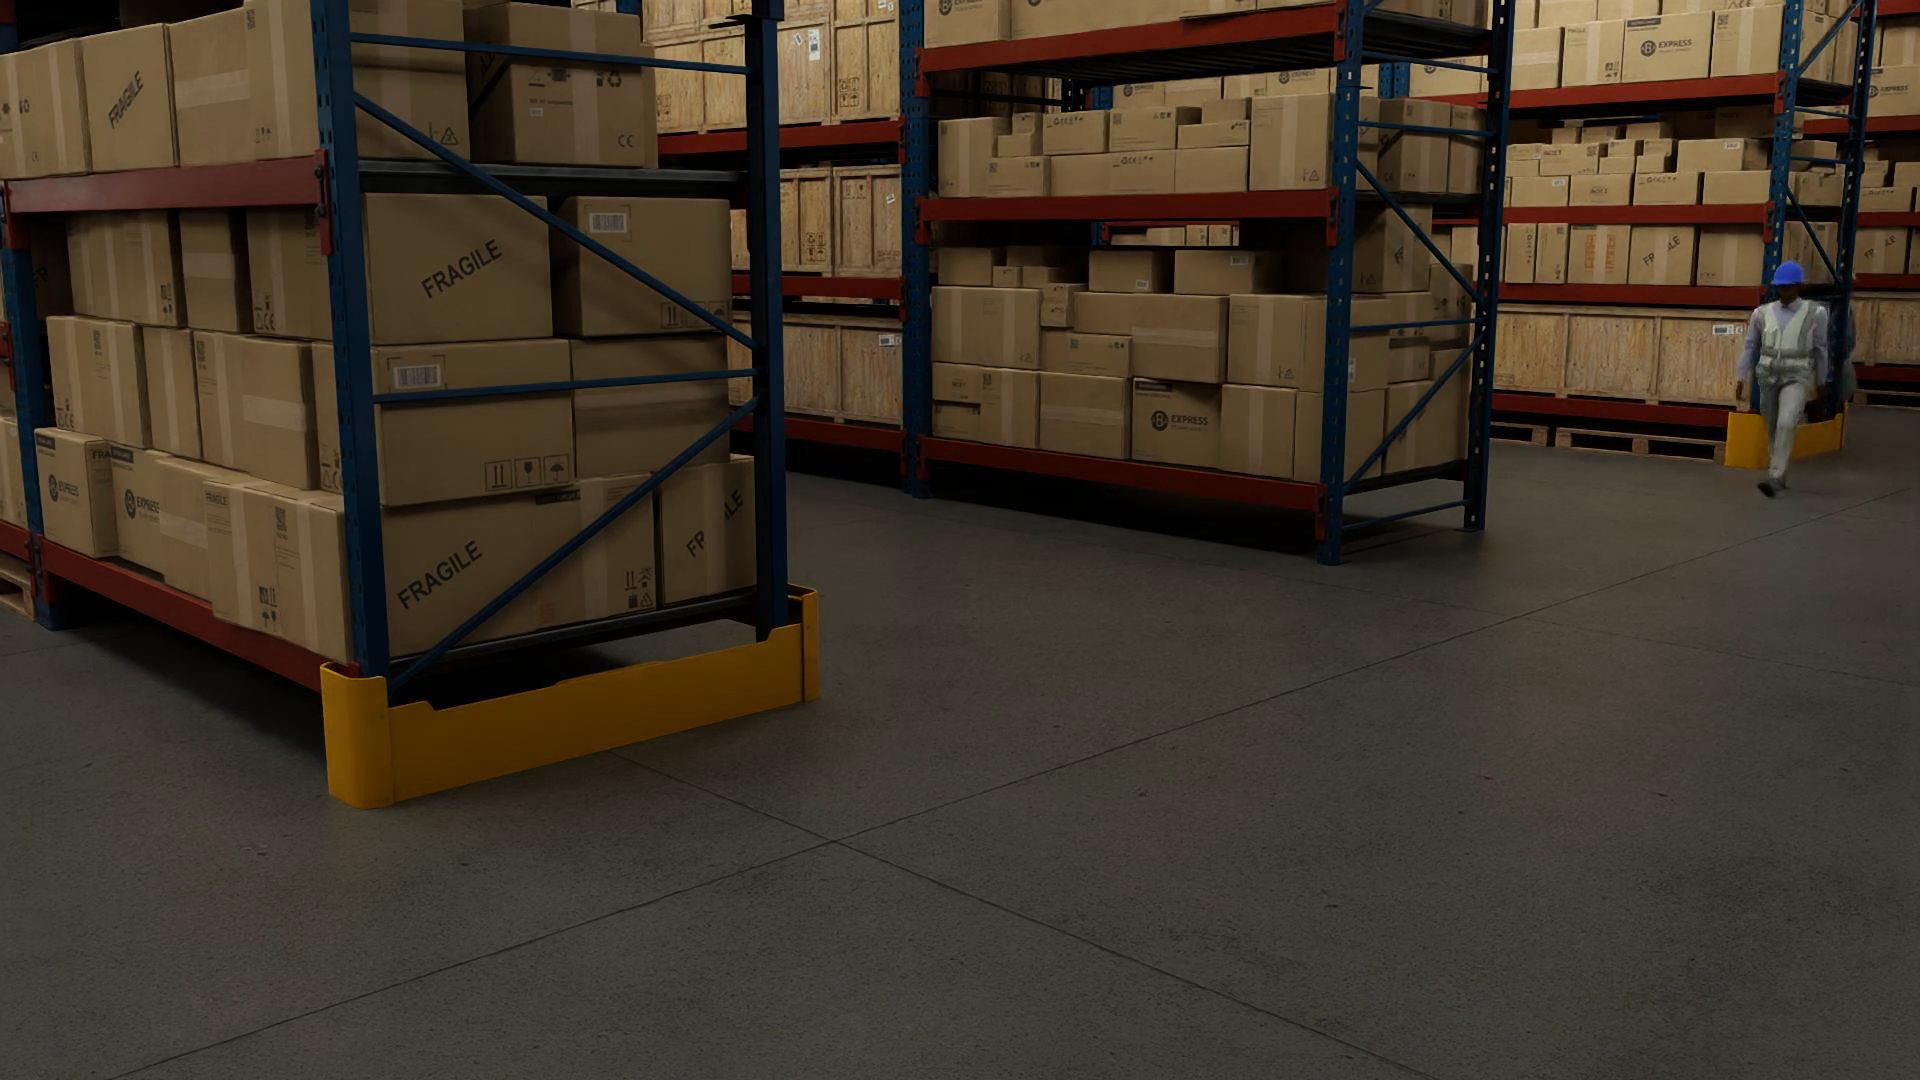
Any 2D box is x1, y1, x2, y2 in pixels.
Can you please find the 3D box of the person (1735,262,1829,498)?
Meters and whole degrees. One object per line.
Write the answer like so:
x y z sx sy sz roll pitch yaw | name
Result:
6.681 -1.302 13.609 0.652 1.897 0.969 10 14 44 | person

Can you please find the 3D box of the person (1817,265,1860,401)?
9.257 -1.985 17.561 0.601 1.814 0.463 -9 13 -39 | person
